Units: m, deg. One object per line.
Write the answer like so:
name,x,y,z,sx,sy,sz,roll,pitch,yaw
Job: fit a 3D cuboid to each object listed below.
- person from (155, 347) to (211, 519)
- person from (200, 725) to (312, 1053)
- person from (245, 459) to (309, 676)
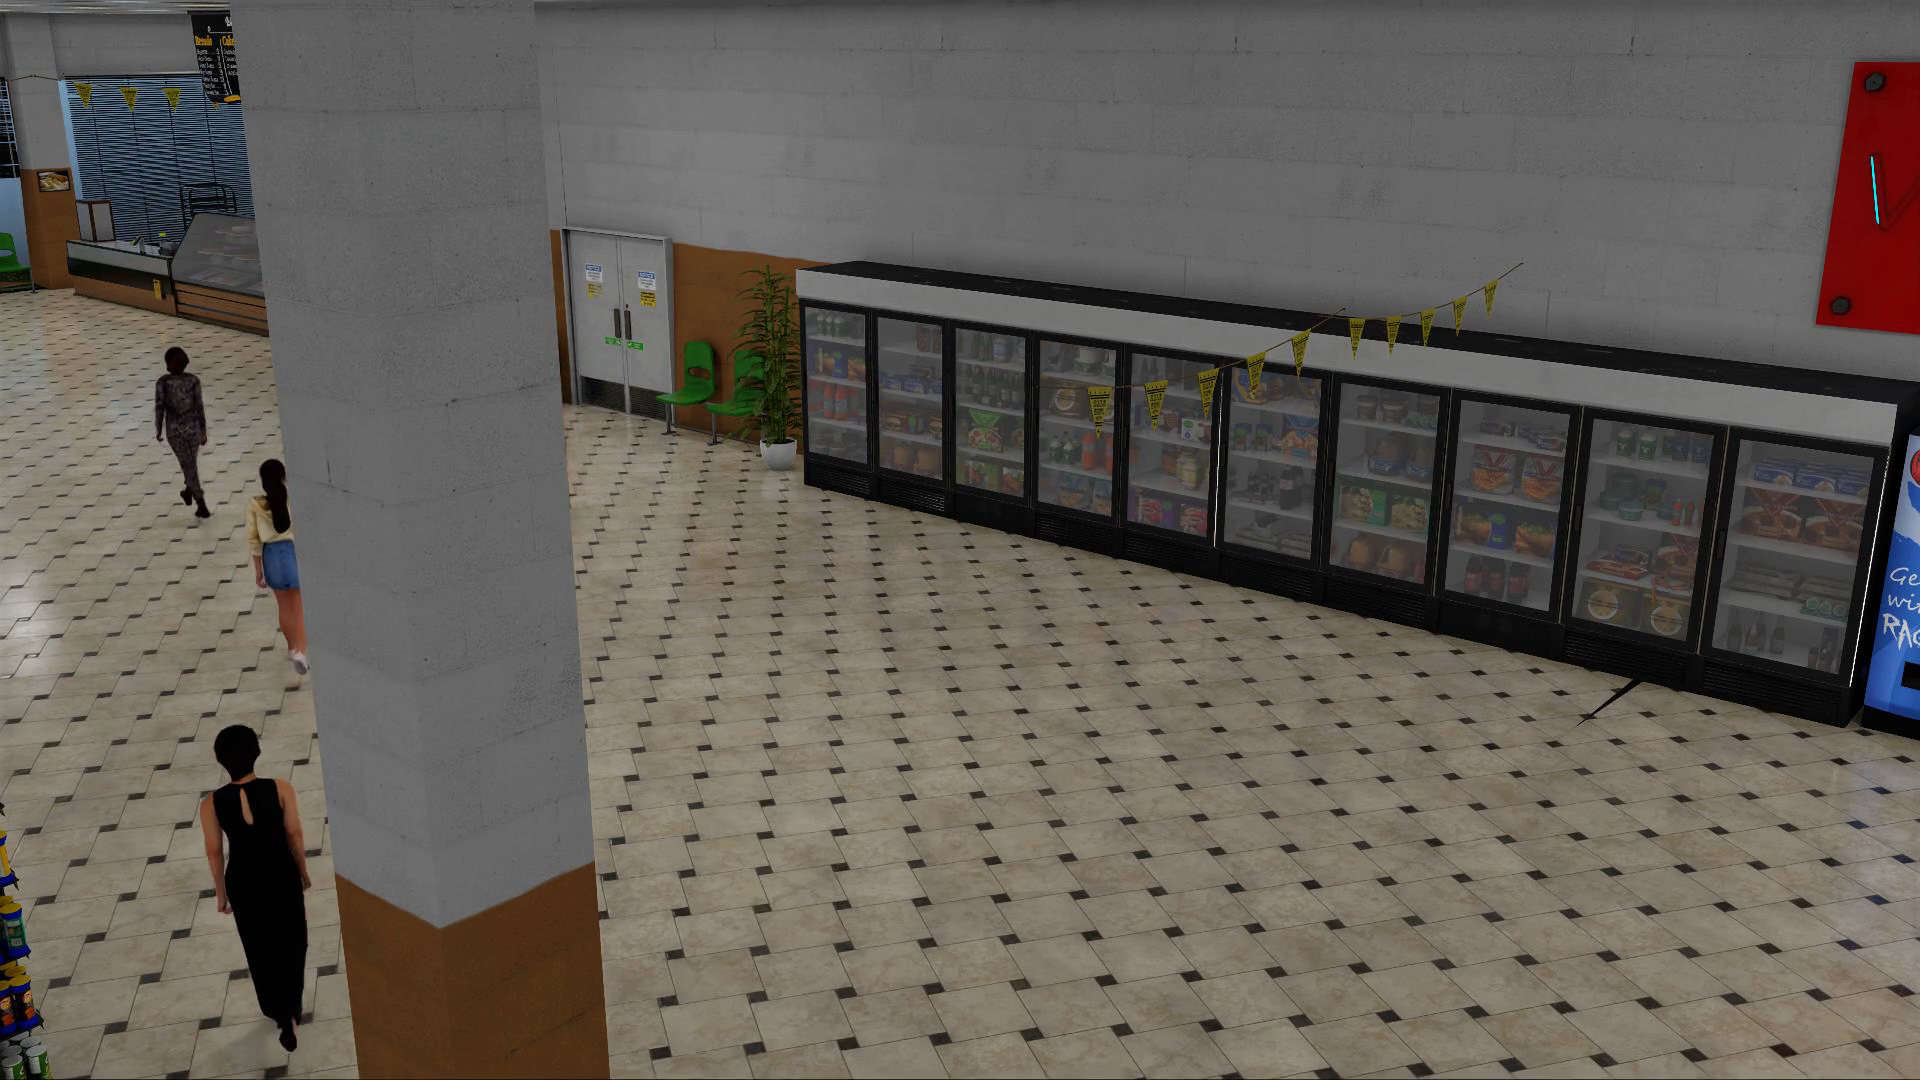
person,-7.596,-1.011,16.321,1.105,1.667,0.782,-14,22,-38
person,-3.231,1.647,7.719,0.921,1.579,0.909,-6,18,-18
person,-5.010,0.226,12.356,1.137,1.604,1.071,-5,18,-17
